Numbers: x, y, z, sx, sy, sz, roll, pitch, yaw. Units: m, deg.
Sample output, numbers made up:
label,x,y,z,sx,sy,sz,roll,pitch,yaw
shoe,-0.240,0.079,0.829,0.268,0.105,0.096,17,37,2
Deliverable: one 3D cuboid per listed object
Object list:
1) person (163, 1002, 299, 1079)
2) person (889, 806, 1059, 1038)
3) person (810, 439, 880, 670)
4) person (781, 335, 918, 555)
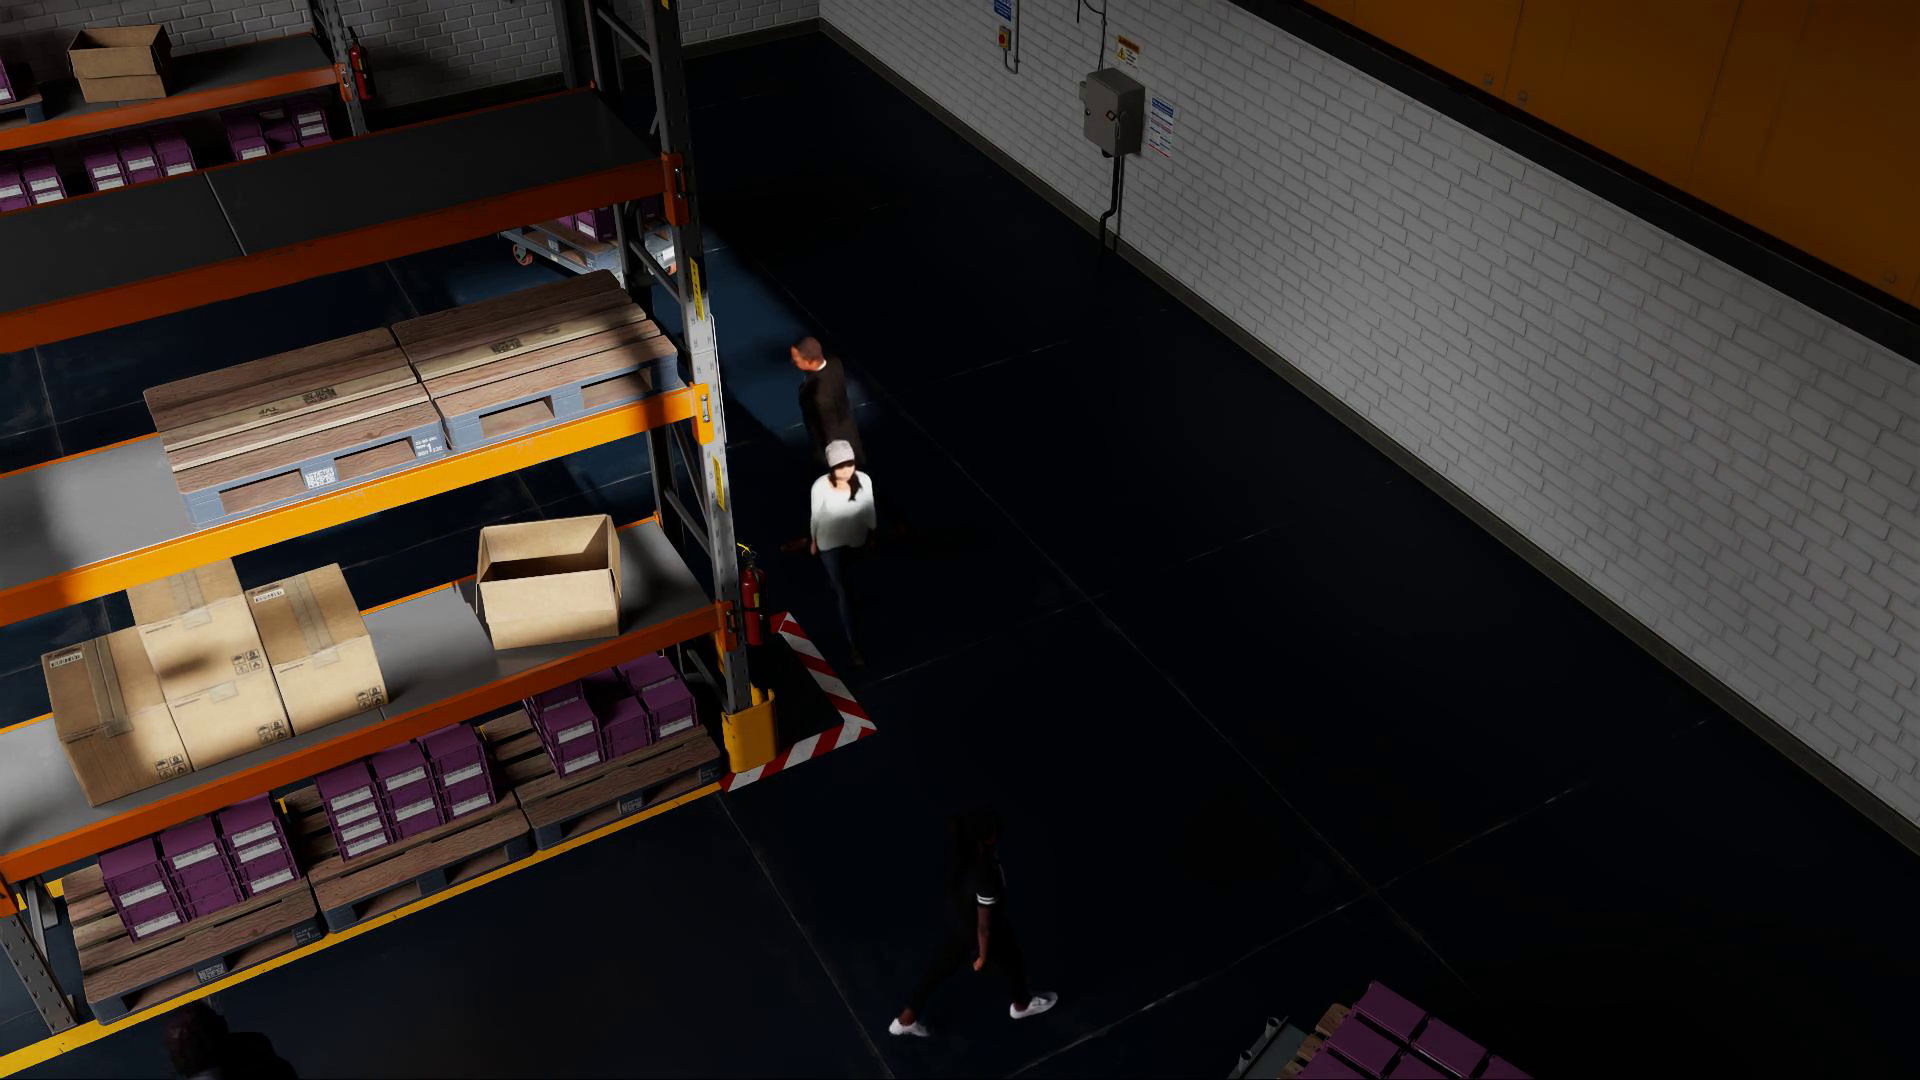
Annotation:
label,x,y,z,sx,sy,sz,roll,pitch,yaw
person,-3.314,2.654,7.592,0.779,1.583,0.884,31,48,33
person,0.007,1.952,8.379,1.169,1.697,0.666,-16,41,-19
person,-0.800,-0.029,10.942,1.050,1.595,0.728,-16,41,-19
person,-0.776,-0.621,11.471,1.392,1.858,1.264,7,39,9
